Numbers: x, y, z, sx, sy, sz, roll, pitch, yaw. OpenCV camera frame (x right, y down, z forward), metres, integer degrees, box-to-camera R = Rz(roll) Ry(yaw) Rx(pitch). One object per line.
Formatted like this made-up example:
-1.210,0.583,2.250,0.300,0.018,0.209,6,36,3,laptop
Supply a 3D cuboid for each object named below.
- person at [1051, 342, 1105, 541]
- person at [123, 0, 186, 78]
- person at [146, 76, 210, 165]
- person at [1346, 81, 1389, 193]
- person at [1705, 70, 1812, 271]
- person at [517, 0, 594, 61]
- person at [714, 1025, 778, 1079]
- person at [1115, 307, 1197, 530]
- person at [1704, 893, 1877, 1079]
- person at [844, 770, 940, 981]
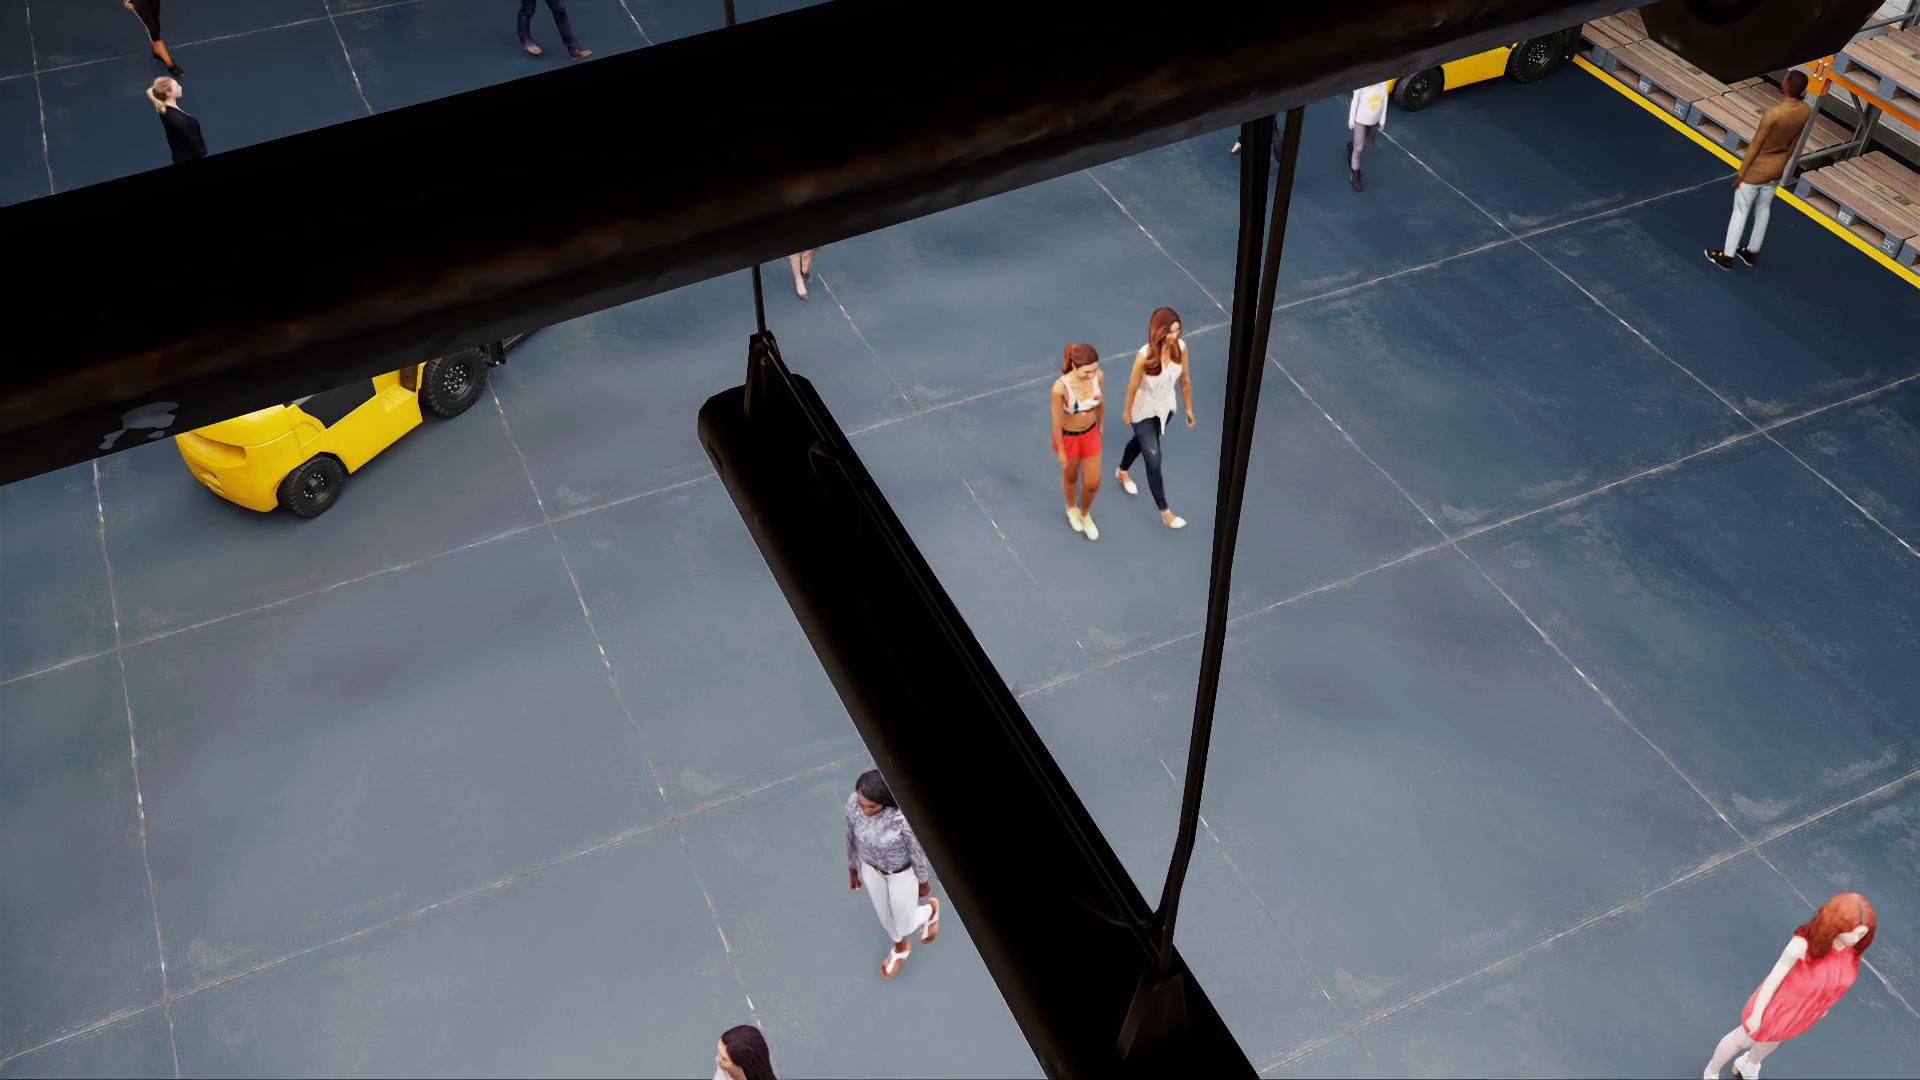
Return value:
0.780,-0.773,11.742,0.626,1.763,0.645,-18,46,-18,person
-8.349,-5.579,16.875,1.010,1.640,0.893,21,47,21,person
-6.663,-3.132,14.282,0.838,1.674,1.070,-27,50,-26,person
3.750,-3.921,15.408,0.596,1.264,0.847,-8,44,-8,person
6.874,-3.153,14.203,0.637,1.815,0.553,-13,45,-13,person
-4.398,-5.761,16.958,1.302,1.790,1.130,25,49,24,person
-0.988,2.809,8.075,0.676,1.633,0.468,-21,48,-21,person
1.331,-0.971,11.960,0.705,1.747,1.115,-25,49,-24,person
4.204,2.339,8.429,0.648,1.826,0.600,-8,44,-8,person
-0.347,1.757,9.128,0.813,1.705,0.872,17,46,17,person
